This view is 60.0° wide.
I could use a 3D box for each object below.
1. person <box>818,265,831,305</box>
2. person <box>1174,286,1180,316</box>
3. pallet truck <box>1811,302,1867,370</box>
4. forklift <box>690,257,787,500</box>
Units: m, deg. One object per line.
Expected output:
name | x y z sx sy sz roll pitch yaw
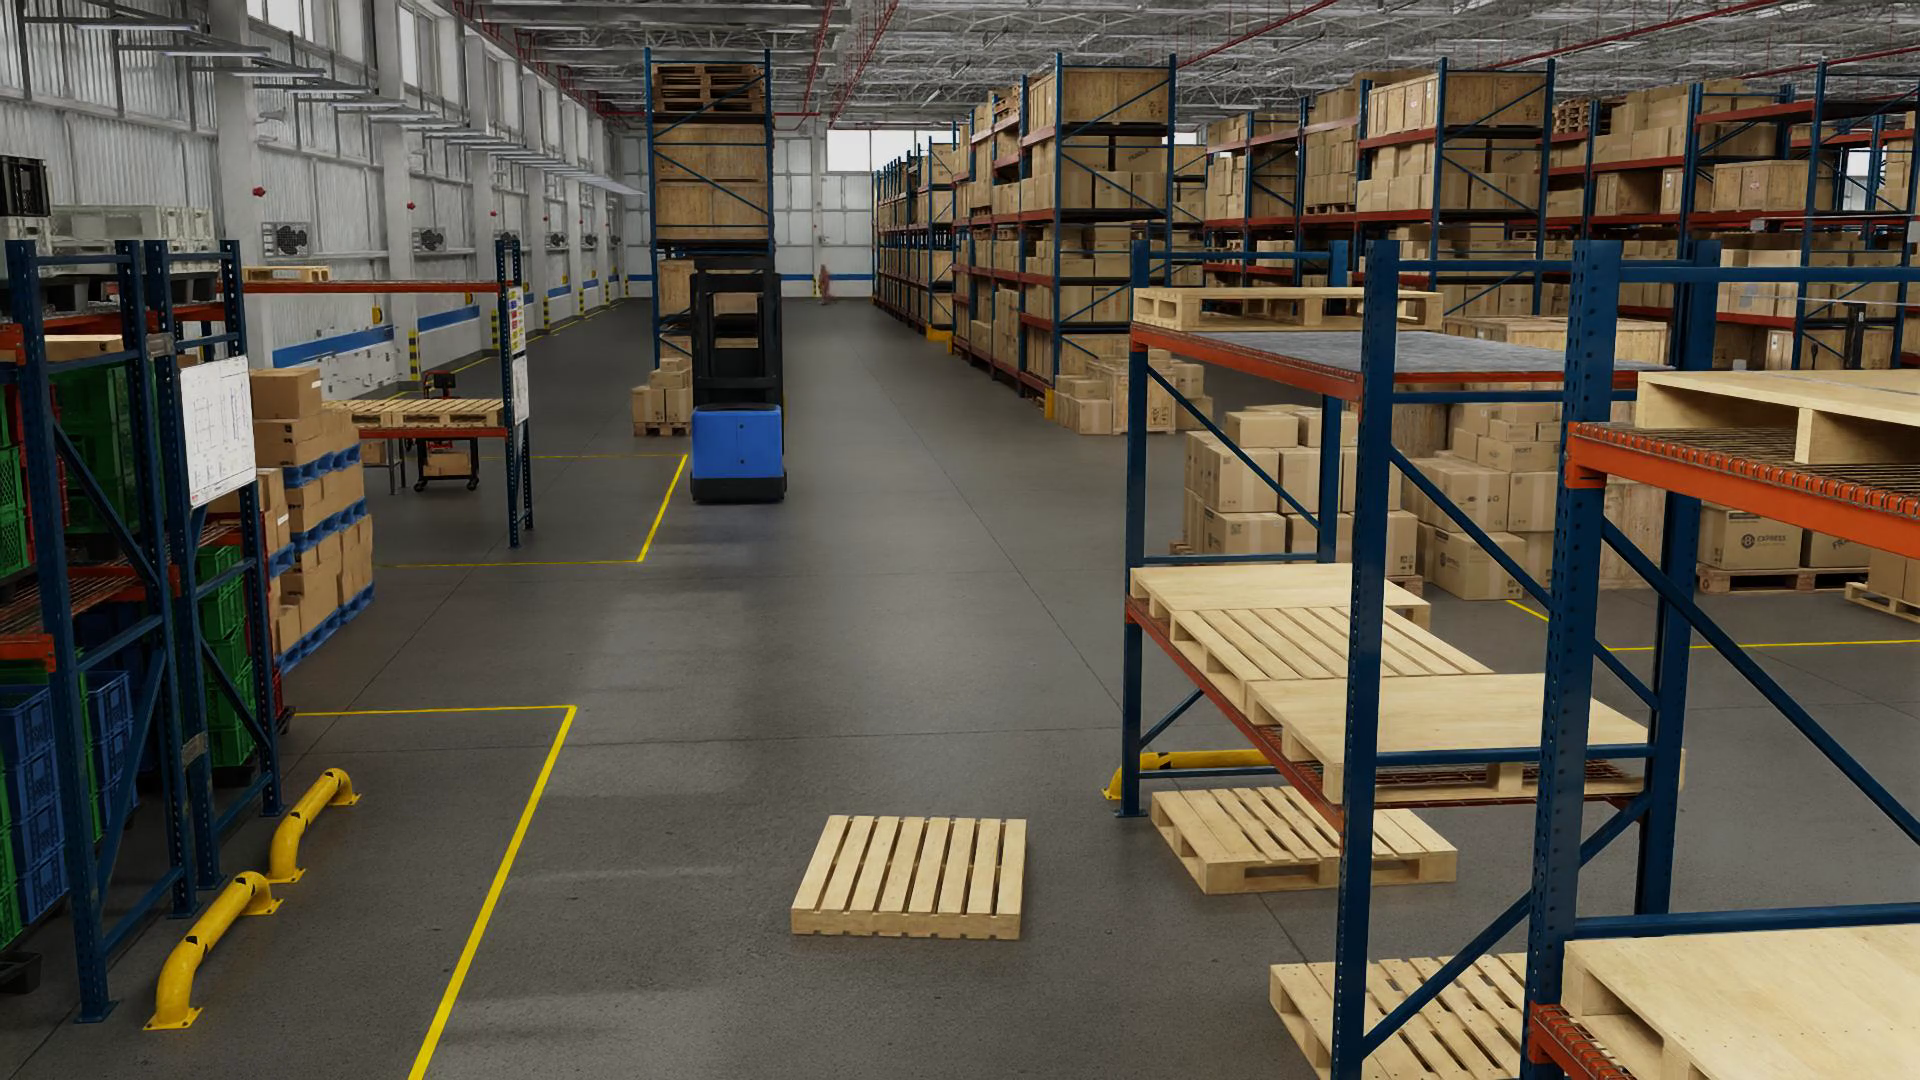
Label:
person | -6.367 -11.902 77.633 0.438 1.892 0.656 -7 12 -34
person | 5.765 -5.993 45.172 0.896 1.797 0.647 -10 14 -43
pallet truck | 15.846 -3.142 28.793 1.885 1.965 0.823 2 10 12
forklift | -2.653 -1.959 19.791 1.129 2.768 1.873 -1 10 -6
